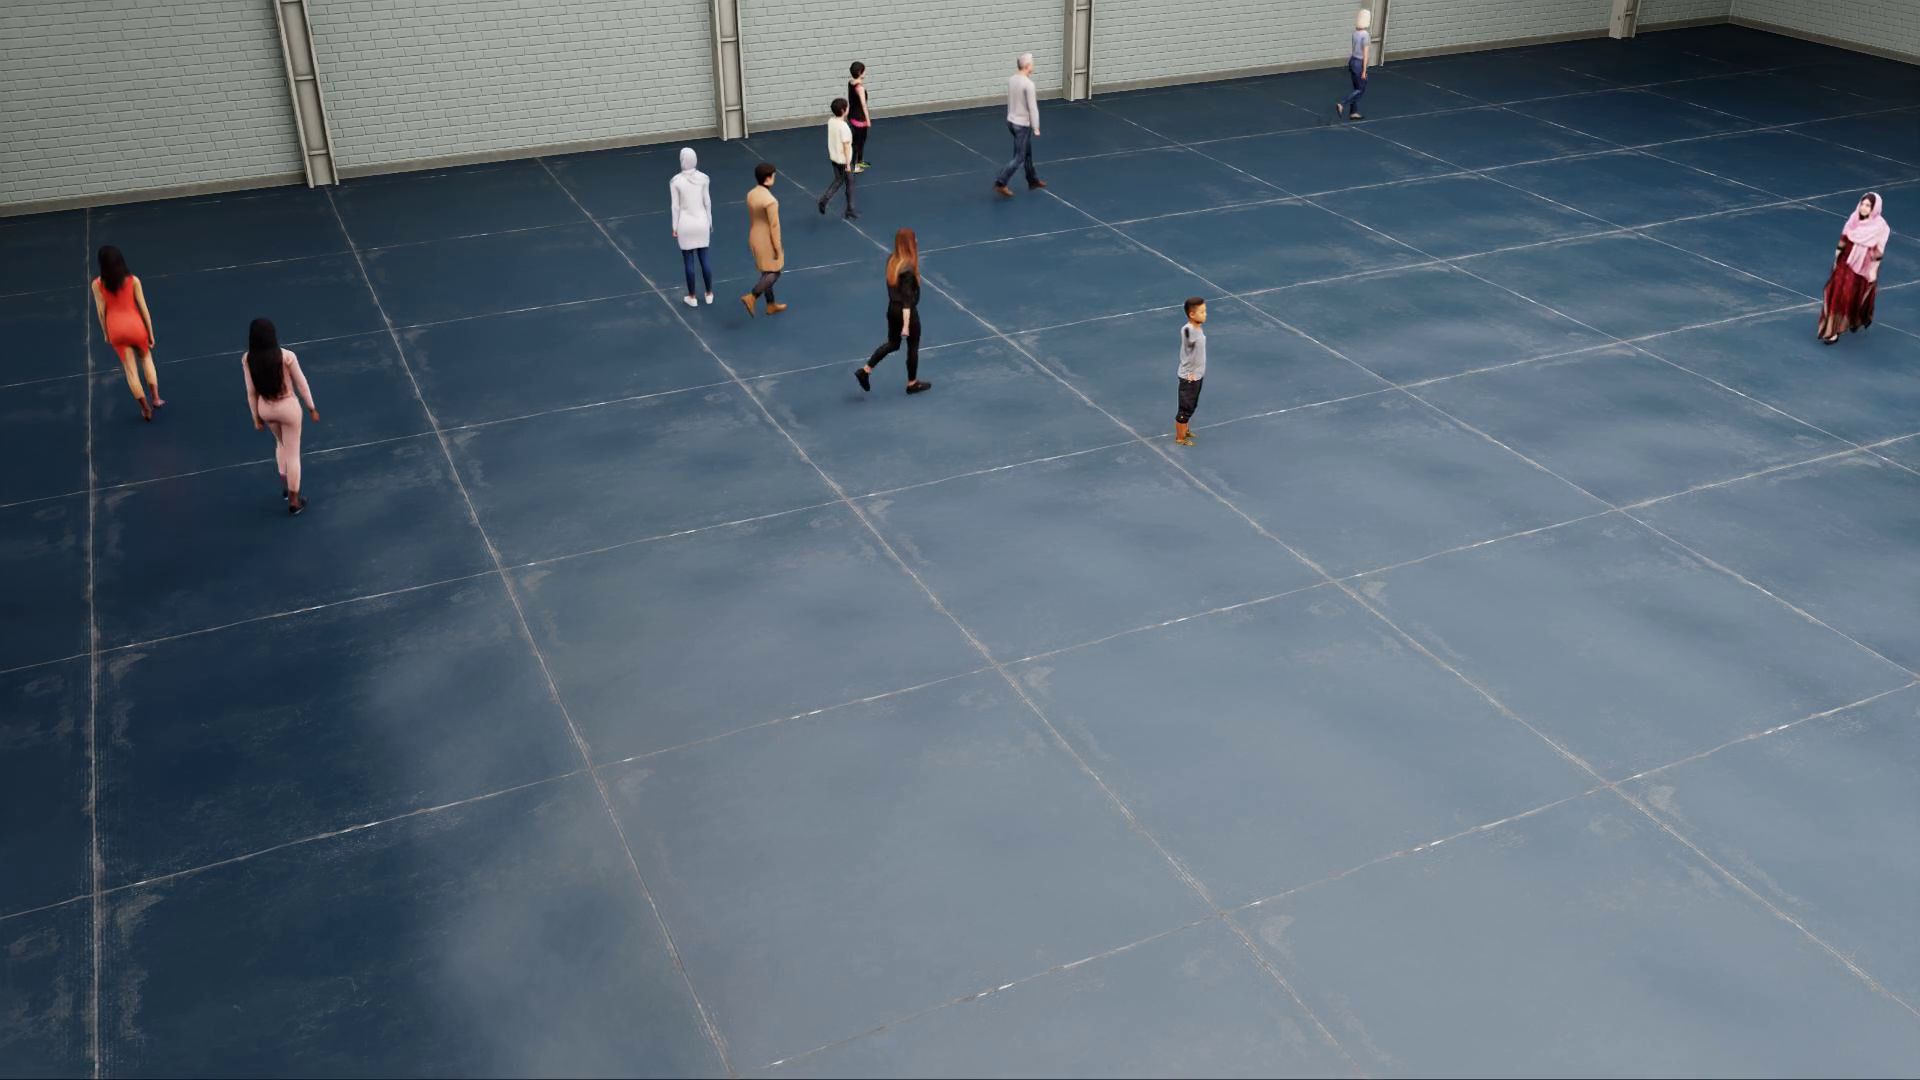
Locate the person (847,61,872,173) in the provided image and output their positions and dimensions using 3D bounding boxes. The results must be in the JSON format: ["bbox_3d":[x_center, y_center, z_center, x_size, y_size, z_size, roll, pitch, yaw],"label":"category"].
[{"bbox_3d":[-1.517,-5.949,23.445,0.626,1.535,0.565,-14,31,-24],"label":"person"}]

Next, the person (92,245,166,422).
[{"bbox_3d":[-7.857,-1.923,15.704,0.552,1.707,0.654,-15,31,-26],"label":"person"}]

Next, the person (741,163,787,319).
[{"bbox_3d":[-2.196,-3.245,18.182,0.993,1.710,0.823,-23,36,-37],"label":"person"}]

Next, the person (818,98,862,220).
[{"bbox_3d":[-1.579,-4.876,21.391,0.901,1.572,0.724,-21,34,-34],"label":"person"}]

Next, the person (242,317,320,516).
[{"bbox_3d":[-5.743,-1.008,13.987,0.750,1.705,0.829,3,28,6],"label":"person"}]

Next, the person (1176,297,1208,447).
[{"bbox_3d":[2.142,-1.609,15.381,0.696,1.456,0.646,8,29,15],"label":"person"}]

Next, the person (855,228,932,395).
[{"bbox_3d":[-0.652,-2.196,16.229,1.016,1.693,0.650,-15,31,-25],"label":"person"}]

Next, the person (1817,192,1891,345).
[{"bbox_3d":[9.496,-2.873,17.577,0.836,1.623,0.971,24,36,38],"label":"person"}]

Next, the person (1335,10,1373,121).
[{"bbox_3d":[6.142,-7.371,25.932,0.874,1.707,0.625,-10,30,-17],"label":"person"}]

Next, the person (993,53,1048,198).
[{"bbox_3d":[0.764,-5.517,22.277,1.187,1.871,0.782,-13,31,-24],"label":"person"}]

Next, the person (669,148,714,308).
[{"bbox_3d":[-2.985,-3.496,18.584,0.462,1.775,0.669,-12,30,-21],"label":"person"}]
